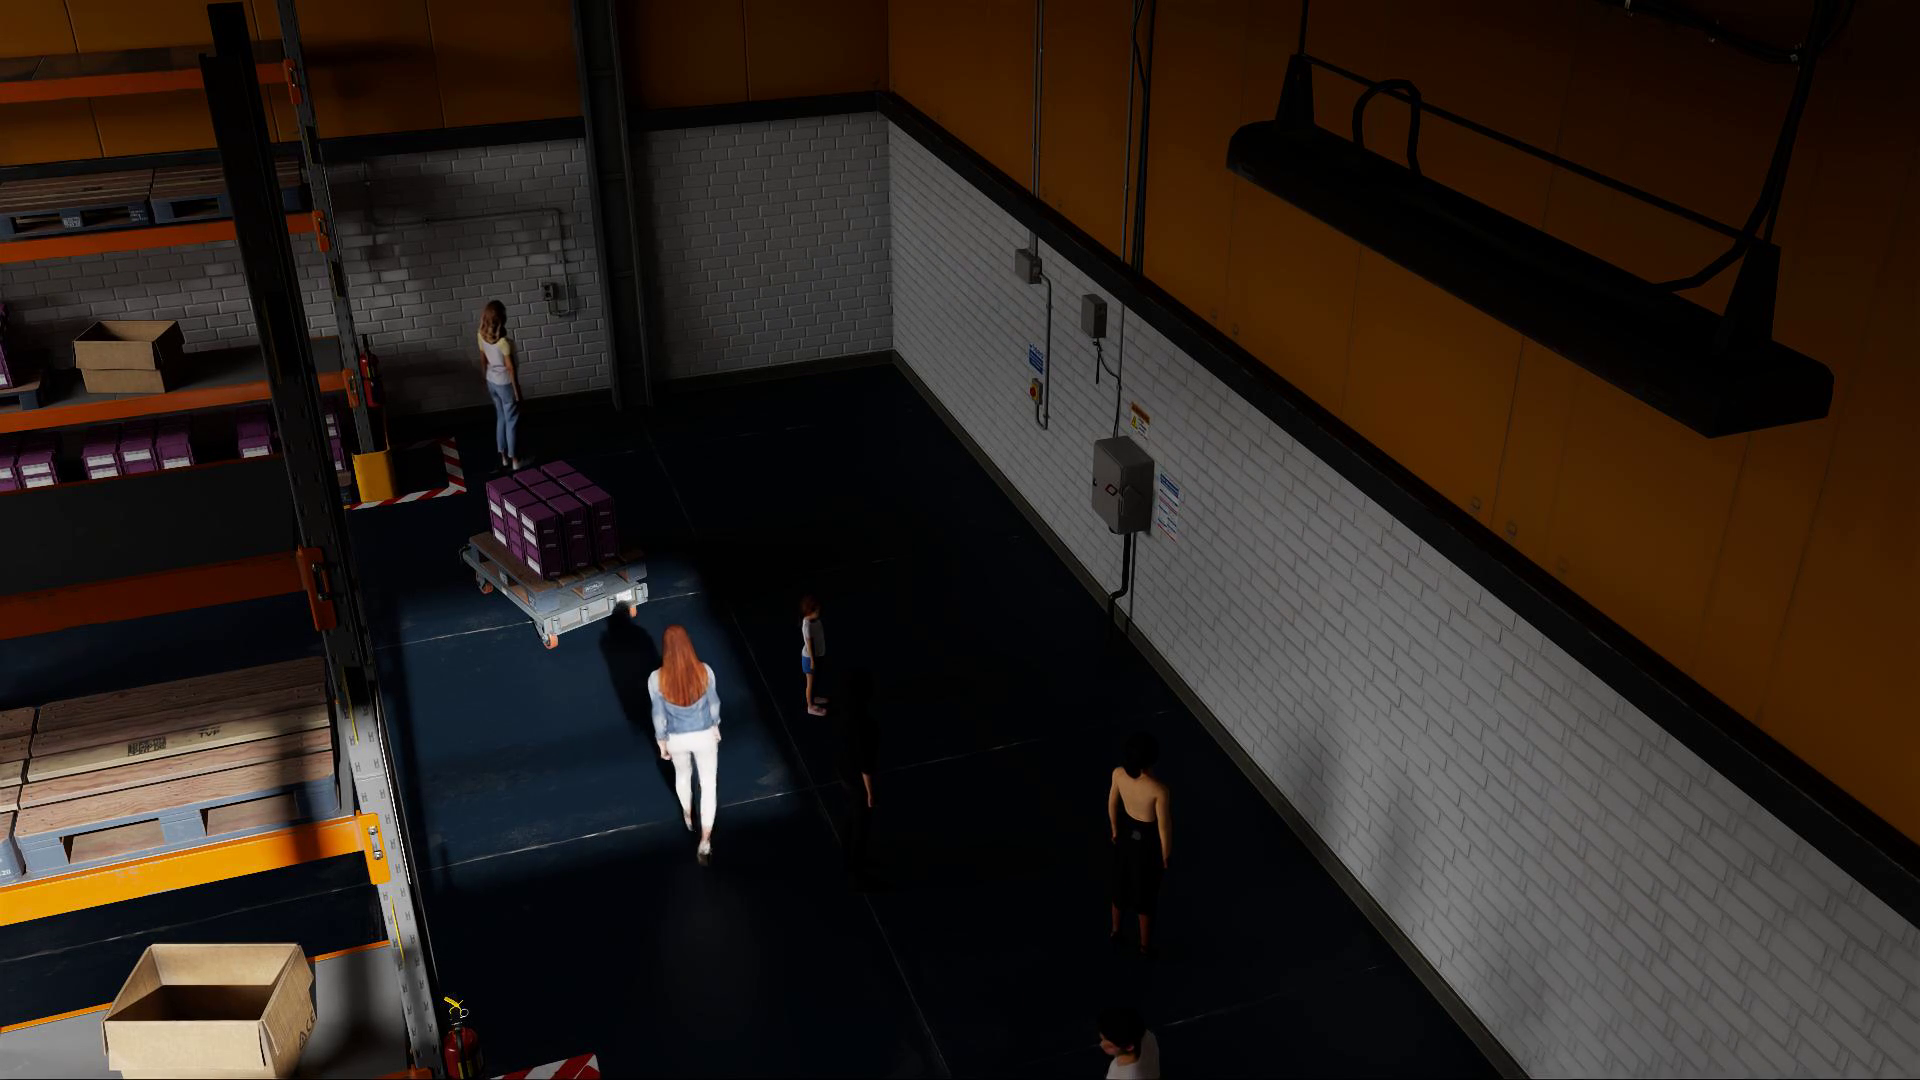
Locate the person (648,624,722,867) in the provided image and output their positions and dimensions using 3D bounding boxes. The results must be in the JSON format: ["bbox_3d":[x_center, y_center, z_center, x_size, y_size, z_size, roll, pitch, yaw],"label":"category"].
[{"bbox_3d":[-1.760,1.350,10.905,1.047,1.680,0.824,-4,29,-7],"label":"person"}]

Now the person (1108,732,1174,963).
[{"bbox_3d":[1.073,1.849,10.018,0.664,1.652,0.693,21,35,33],"label":"person"}]

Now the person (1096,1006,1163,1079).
[{"bbox_3d":[0.928,2.887,8.085,0.848,1.683,0.796,11,30,19],"label":"person"}]

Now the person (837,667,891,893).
[{"bbox_3d":[-0.663,1.516,10.642,0.483,1.642,0.581,-10,30,-18],"label":"person"}]

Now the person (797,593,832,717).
[{"bbox_3d":[-1.112,0.841,12.529,0.514,1.018,0.478,2,29,3],"label":"person"}]

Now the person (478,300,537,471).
[{"bbox_3d":[-4.413,-1.477,16.041,0.739,1.725,0.766,19,34,31],"label":"person"}]
